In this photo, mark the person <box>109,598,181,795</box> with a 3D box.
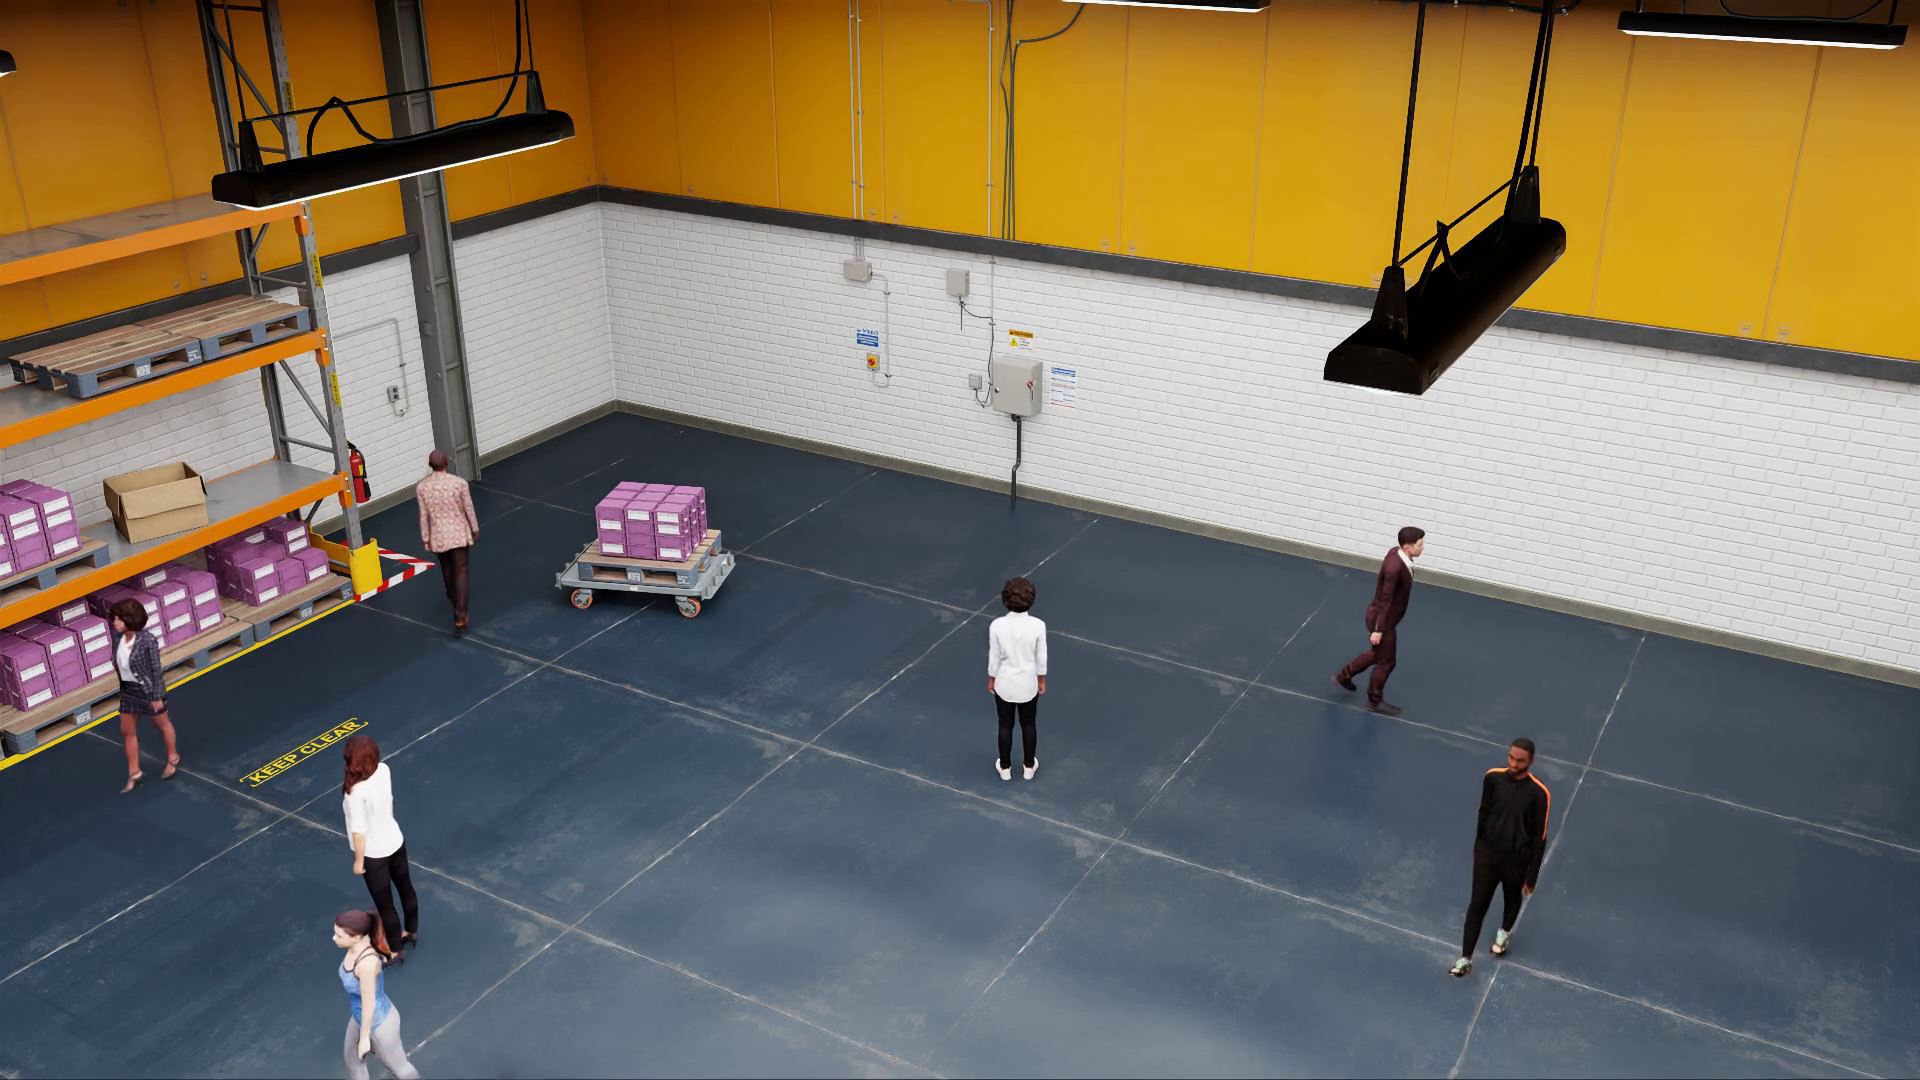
[{"bbox_3d":[-6.636,1.222,13.652,0.735,1.678,0.844,8,25,17],"label":"person"}]

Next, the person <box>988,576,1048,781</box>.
[{"bbox_3d":[0.467,1.145,13.662,0.730,1.810,0.748,-1,24,-1],"label":"person"}]

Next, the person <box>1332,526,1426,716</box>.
[{"bbox_3d":[3.684,0.683,14.694,0.874,1.830,0.909,7,24,15],"label":"person"}]

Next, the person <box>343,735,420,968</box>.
[{"bbox_3d":[-3.970,2.129,11.430,0.712,1.794,0.541,7,24,15],"label":"person"}]

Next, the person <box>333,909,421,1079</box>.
[{"bbox_3d":[-3.449,2.864,10.005,0.943,1.590,0.815,-13,27,-27],"label":"person"}]

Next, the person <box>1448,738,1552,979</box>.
[{"bbox_3d":[3.804,2.126,11.462,0.721,1.775,1.113,16,28,32],"label":"person"}]

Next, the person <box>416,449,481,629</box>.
[{"bbox_3d":[-4.992,0.017,16.284,1.072,1.777,1.268,-1,24,-2],"label":"person"}]
